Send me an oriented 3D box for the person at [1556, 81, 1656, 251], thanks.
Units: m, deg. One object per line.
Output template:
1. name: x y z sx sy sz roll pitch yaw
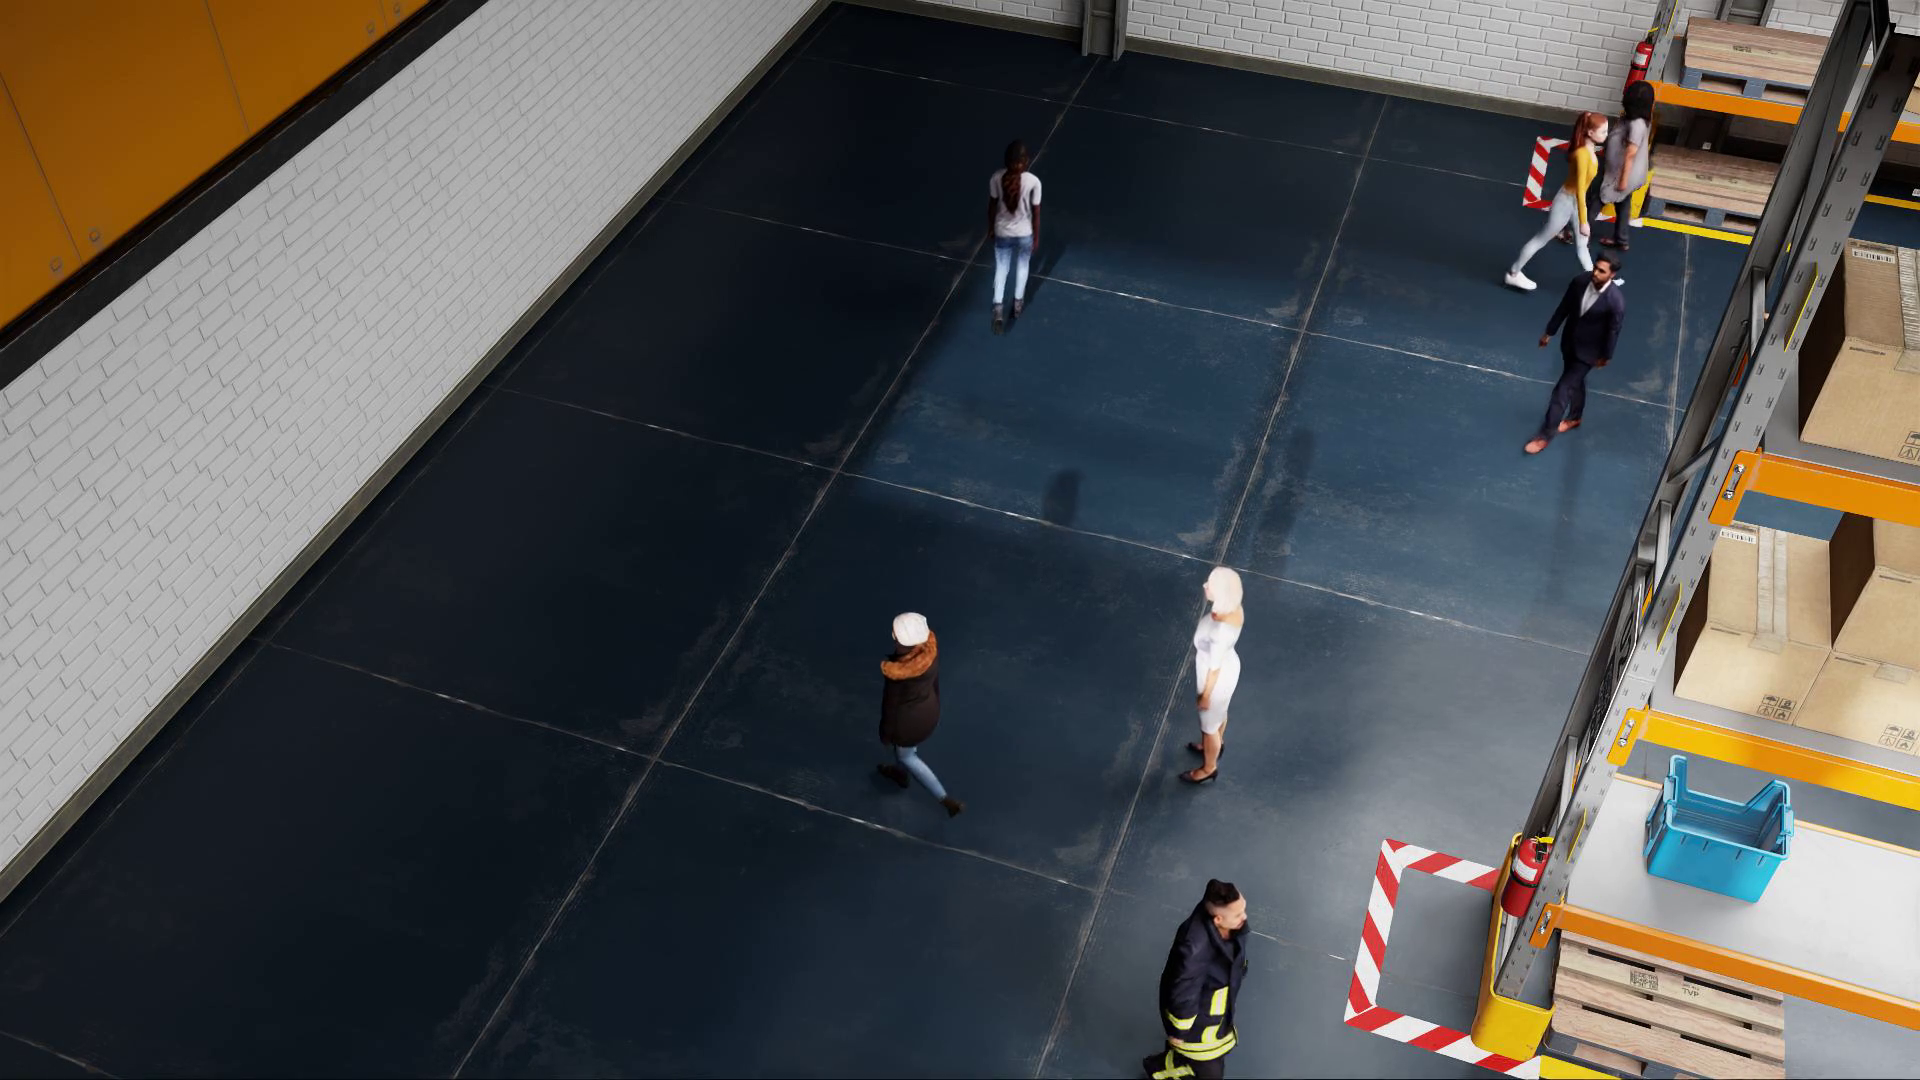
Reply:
1. person: 5.826 -3.194 14.422 0.963 1.576 0.735 21 47 21

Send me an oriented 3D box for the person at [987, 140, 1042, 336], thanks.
1. person: 0.419 -2.435 13.536 0.927 1.700 0.737 9 44 9

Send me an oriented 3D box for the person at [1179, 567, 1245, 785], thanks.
1. person: 1.559 0.824 10.081 0.527 1.748 0.575 11 45 11

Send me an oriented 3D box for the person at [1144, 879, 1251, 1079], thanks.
1. person: 1.155 2.270 8.488 0.802 1.850 0.834 24 49 23

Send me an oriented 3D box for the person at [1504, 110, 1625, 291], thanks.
1. person: 4.972 -2.774 13.894 1.179 1.697 0.630 17 46 17

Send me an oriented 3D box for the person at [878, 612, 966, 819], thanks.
1. person: -0.239 1.063 9.925 1.051 1.615 0.813 29 51 27

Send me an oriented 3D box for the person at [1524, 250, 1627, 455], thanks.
1. person: 4.752 -1.479 12.533 1.016 1.699 0.963 -18 47 -18
